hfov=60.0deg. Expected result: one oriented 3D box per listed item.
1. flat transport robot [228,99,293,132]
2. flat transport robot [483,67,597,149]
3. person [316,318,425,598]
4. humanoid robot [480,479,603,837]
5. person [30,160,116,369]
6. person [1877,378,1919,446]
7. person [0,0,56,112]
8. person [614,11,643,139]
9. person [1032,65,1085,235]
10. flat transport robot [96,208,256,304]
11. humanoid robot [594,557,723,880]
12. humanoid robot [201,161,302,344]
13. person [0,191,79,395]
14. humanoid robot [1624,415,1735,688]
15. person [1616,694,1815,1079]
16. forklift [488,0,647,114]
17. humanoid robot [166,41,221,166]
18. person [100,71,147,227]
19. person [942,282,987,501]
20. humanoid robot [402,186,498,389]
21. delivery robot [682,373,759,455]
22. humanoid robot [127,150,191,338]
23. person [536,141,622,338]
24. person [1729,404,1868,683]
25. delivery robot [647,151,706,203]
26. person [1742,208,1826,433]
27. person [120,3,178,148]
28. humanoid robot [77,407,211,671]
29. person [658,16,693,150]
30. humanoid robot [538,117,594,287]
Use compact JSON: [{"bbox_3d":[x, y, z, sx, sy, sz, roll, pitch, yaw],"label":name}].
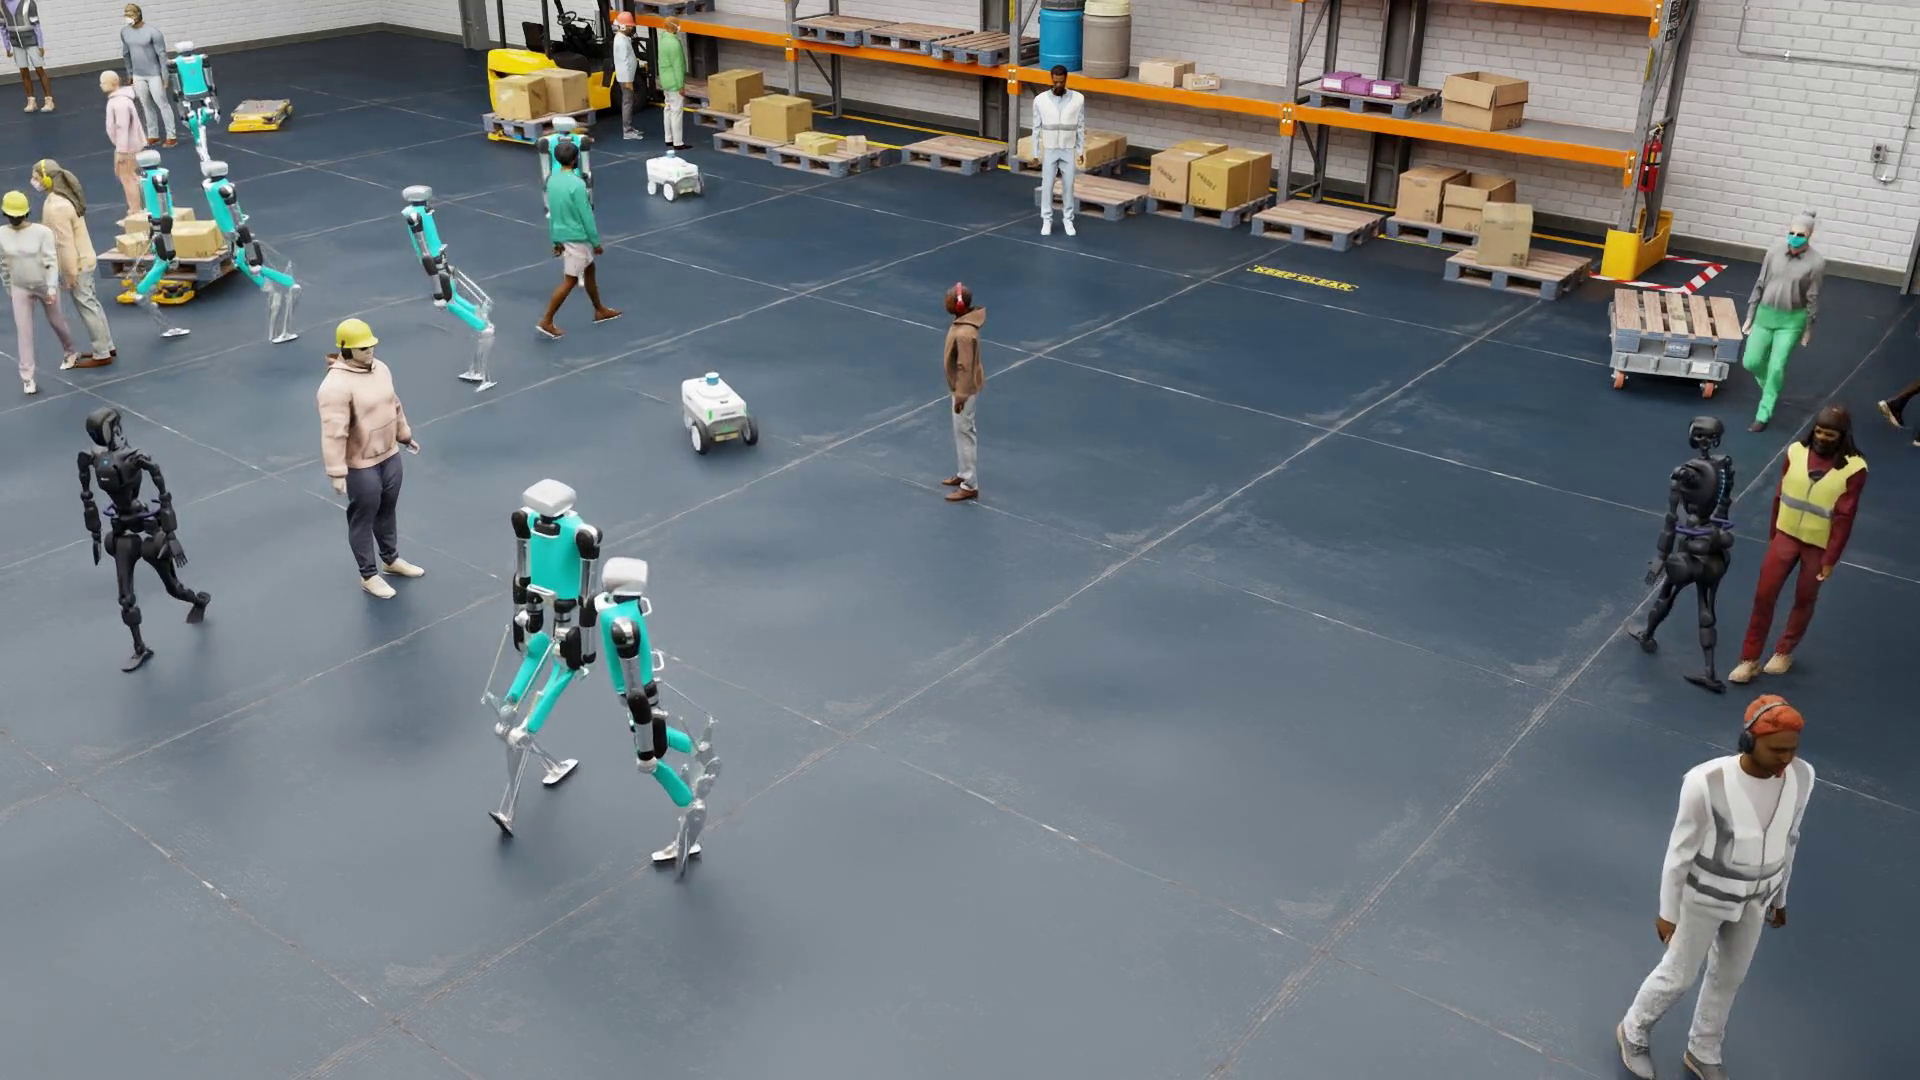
[{"bbox_3d":[-10.328,-6.274,24.564,0.659,0.231,1.431,-5,26,-10],"label":"flat transport robot"},{"bbox_3d":[-5.885,-5.693,23.361,1.431,0.231,0.659,16,30,30],"label":"flat transport robot"},{"bbox_3d":[-3.876,-0.558,10.888,0.415,1.868,0.809,9,27,18],"label":"person"},{"bbox_3d":[-2.248,0.655,8.548,0.559,1.797,0.947,13,29,25],"label":"humanoid robot"},{"bbox_3d":[-7.897,-2.461,14.837,0.390,1.869,0.580,-8,27,-16],"label":"person"},{"bbox_3d":[7.752,-1.647,13.066,0.502,1.940,0.605,7,27,13],"label":"person"},{"bbox_3d":[-14.077,-7.453,24.990,0.598,2.036,0.413,-2,26,-5],"label":"person"},{"bbox_3d":[-4.673,-6.544,23.429,0.352,1.742,0.572,-5,26,-11],"label":"person"},{"bbox_3d":[1.109,-4.415,18.835,0.595,1.908,0.408,-2,26,-4],"label":"person"},{"bbox_3d":[-8.058,-2.742,17.248,0.659,0.231,1.431,2,26,4],"label":"flat transport robot"},{"bbox_3d":[-1.380,0.924,8.081,0.691,1.882,0.570,-7,27,-14],"label":"humanoid robot"},{"bbox_3d":[-6.488,-2.624,15.446,0.772,1.851,0.537,-23,34,-38],"label":"humanoid robot"},{"bbox_3d":[-8.057,-2.213,14.485,0.517,1.715,0.859,-7,27,-14],"label":"person"},{"bbox_3d":[4.376,0.054,9.903,0.601,1.615,0.783,-13,29,-25],"label":"humanoid robot"},{"bbox_3d":[3.086,1.446,6.740,0.583,1.886,0.461,-6,26,-11],"label":"person"},{"bbox_3d":[-5.874,-7.334,24.552,1.214,2.155,2.313,19,32,34],"label":"forklift"},{"bbox_3d":[-9.776,-5.493,21.246,0.559,1.738,1.020,-20,32,-35],"label":"humanoid robot"},{"bbox_3d":[-9.634,-4.519,19.198,0.508,1.767,0.543,-15,29,-28],"label":"person"},{"bbox_3d":[0.031,-1.101,12.260,0.329,1.648,0.457,-1,26,-2],"label":"person"},{"bbox_3d":[-4.300,-2.180,14.409,0.839,1.788,0.616,-5,26,-10],"label":"humanoid robot"},{"bbox_3d":[-1.965,-1.030,13.397,0.499,0.614,0.789,-12,28,-24],"label":"delivery robot"},{"bbox_3d":[-7.563,-2.661,15.468,0.662,1.854,0.549,-17,30,-31],"label":"humanoid robot"},{"bbox_3d":[-3.689,-2.848,15.706,0.963,1.801,0.489,-22,33,-37],"label":"person"},{"bbox_3d":[4.912,0.060,9.737,0.472,1.753,0.692,22,33,37],"label":"person"},{"bbox_3d":[-3.545,-4.505,20.574,0.499,0.597,0.801,-23,34,-39],"label":"delivery robot"},{"bbox_3d":[6.691,-1.815,13.529,0.651,1.823,0.528,-23,34,-39],"label":"person"},{"bbox_3d":[-11.157,-6.379,22.862,0.634,1.937,0.351,5,26,10],"label":"person"},{"bbox_3d":[-5.002,-0.069,10.176,0.611,1.642,0.795,3,26,6],"label":"humanoid robot"},{"bbox_3d":[-3.930,-6.265,22.820,0.388,1.778,0.534,-13,29,-26],"label":"person"},{"bbox_3d":[-3.913,-3.366,16.860,0.560,1.733,1.030,-12,28,-23],"label":"humanoid robot"}]
